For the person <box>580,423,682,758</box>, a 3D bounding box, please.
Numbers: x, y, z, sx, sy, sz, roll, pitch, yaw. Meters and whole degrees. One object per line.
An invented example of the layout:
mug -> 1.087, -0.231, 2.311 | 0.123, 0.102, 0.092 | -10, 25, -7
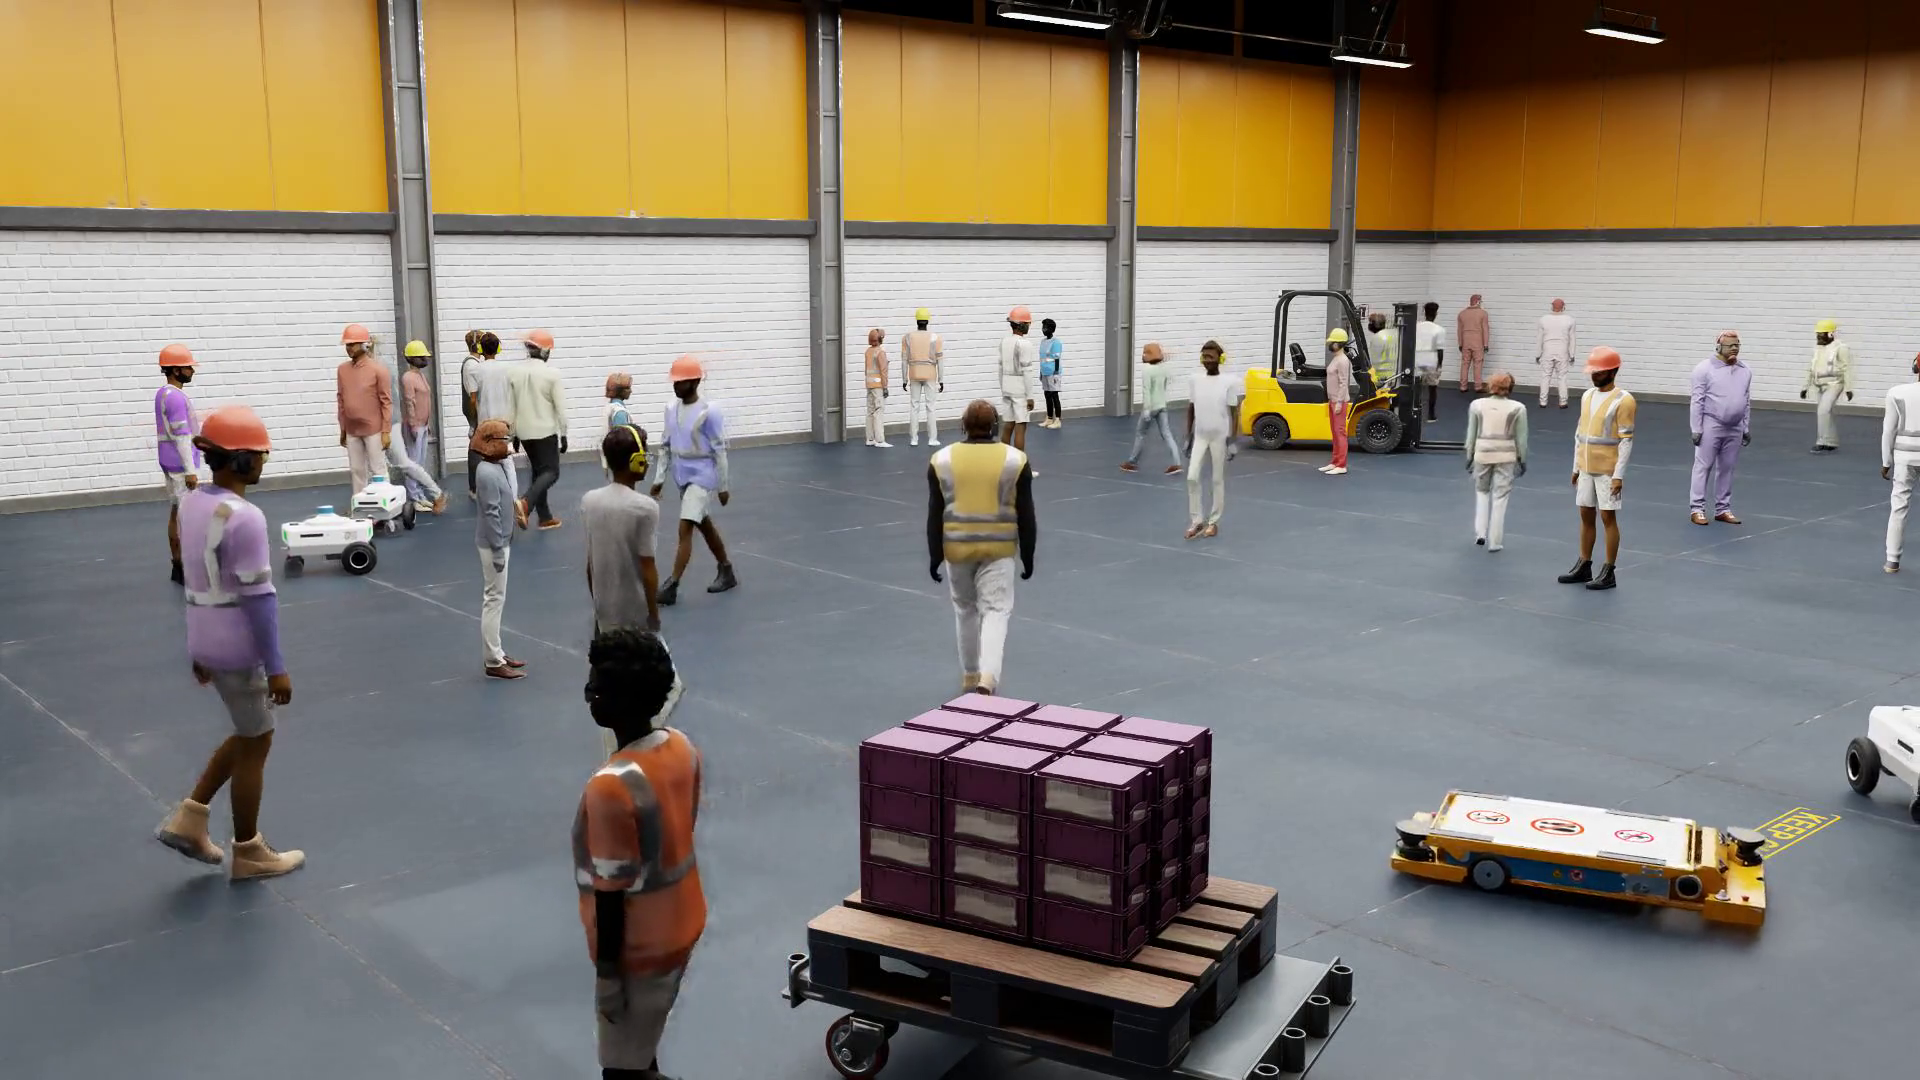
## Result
person -> -1.558, 0.371, 7.916 | 0.540, 1.854, 0.386 | 6, 11, 32

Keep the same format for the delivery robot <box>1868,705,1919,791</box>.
delivery robot -> 4.607, 0.978, 7.884 | 0.477, 0.478, 0.707 | 1, 10, 8

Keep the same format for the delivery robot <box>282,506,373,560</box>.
delivery robot -> -5.264, -0.041, 13.849 | 0.707, 0.478, 0.477 | -4, 10, -20

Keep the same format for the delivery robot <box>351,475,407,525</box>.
delivery robot -> -5.509, -0.370, 15.778 | 0.477, 0.478, 0.707 | -1, 10, -3

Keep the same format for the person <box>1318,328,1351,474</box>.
person -> 4.560, -1.677, 20.157 | 0.304, 1.771, 0.523 | 0, 10, 0

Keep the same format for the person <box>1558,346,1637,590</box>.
person -> 5.068, -0.573, 13.210 | 0.362, 1.934, 0.543 | -4, 11, -23

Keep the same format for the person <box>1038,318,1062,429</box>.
person -> 1.384, -2.548, 25.485 | 0.320, 1.693, 0.537 | -5, 11, -25

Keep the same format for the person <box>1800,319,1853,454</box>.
person -> 11.507, -2.035, 22.158 | 0.705, 1.801, 0.664 | -2, 10, -12

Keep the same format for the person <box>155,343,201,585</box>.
person -> -6.256, -0.609, 13.405 | 0.355, 1.938, 0.545 | -7, 12, -36

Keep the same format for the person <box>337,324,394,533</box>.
person -> -5.687, -1.058, 15.868 | 0.612, 1.995, 0.392 | 4, 10, 22

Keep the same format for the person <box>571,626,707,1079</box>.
person -> -0.763, 1.058, 4.394 | 0.635, 1.681, 0.533 | 2, 10, 11

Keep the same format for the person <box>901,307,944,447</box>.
person -> -0.512, -2.251, 23.048 | 0.594, 1.926, 0.370 | 1, 10, 8

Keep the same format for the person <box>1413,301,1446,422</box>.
person -> 7.317, -2.792, 26.196 | 0.606, 1.940, 0.855 | 6, 11, 32

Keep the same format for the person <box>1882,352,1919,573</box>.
person -> 7.949, -0.643, 13.769 | 0.575, 1.883, 0.355 | 7, 12, 35

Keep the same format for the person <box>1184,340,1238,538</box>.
person -> 2.303, -0.921, 15.484 | 0.554, 1.848, 0.642 | 5, 11, 26

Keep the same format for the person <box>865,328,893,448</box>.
person -> -1.147, -2.095, 22.963 | 0.307, 1.644, 0.522 | -6, 11, -31

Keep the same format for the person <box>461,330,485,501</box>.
person -> -5.208, -1.347, 17.996 | 0.333, 1.844, 0.515 | -4, 10, -21

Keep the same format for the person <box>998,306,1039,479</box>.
person -> 0.695, -1.748, 19.765 | 0.389, 2.045, 0.606 | -6, 11, -31

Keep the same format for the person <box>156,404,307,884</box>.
person -> -3.020, 0.451, 6.929 | 0.488, 2.027, 0.619 | -9, 13, -42

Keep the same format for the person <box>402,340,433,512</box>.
person -> -5.608, -1.180, 17.251 | 0.314, 1.769, 0.524 | 0, 10, -2

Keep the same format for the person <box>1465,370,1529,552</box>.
person -> 4.810, -0.706, 14.892 | 0.539, 1.622, 0.443 | 6, 11, 30

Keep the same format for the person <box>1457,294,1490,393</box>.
person -> 9.928, -3.785, 32.116 | 0.637, 1.902, 0.406 | 9, 13, 44

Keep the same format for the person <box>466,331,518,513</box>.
person -> -4.773, -1.181, 16.982 | 0.517, 1.862, 0.334 | -5, 11, -28

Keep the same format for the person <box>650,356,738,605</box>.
person -> -2.064, -0.469, 12.762 | 0.546, 1.888, 1.013 | 8, 13, 39

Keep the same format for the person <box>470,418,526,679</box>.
person -> -2.900, 0.050, 10.437 | 0.278, 1.633, 0.507 | -2, 10, -14

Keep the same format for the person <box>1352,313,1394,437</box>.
person -> 5.860, -2.326, 23.783 | 0.753, 1.817, 0.644 | 4, 10, 22

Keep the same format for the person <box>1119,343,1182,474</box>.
person -> 2.352, -1.590, 20.170 | 0.881, 1.587, 0.513 | 9, 13, 42

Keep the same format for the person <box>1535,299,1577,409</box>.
person -> 10.330, -3.221, 28.837 | 0.677, 1.897, 0.400 | 4, 11, 23

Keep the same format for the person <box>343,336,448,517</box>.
person -> -5.716, -1.147, 16.726 | 0.931, 1.902, 0.662 | -5, 11, -26

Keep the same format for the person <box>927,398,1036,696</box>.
person -> 0.122, 0.072, 9.814 | 0.637, 1.813, 0.894 | 1, 10, 7

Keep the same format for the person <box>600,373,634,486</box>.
person -> -2.948, -0.620, 14.390 | 0.311, 1.635, 0.546 | -4, 11, -24

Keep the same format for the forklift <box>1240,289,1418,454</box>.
forklift -> 5.034, -2.339, 22.783 | 2.313, 2.155, 1.214 | 3, 10, 16

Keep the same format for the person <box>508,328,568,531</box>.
person -> -4.032, -1.022, 15.775 | 0.618, 1.964, 0.803 | 3, 10, 20

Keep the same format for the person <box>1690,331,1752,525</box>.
person -> 7.497, -1.098, 16.365 | 0.639, 1.908, 0.409 | -2, 10, -12

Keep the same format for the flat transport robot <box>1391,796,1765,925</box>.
flat transport robot -> 2.609, 1.312, 7.033 | 1.431, 0.197, 0.652 | 4, 11, 24
